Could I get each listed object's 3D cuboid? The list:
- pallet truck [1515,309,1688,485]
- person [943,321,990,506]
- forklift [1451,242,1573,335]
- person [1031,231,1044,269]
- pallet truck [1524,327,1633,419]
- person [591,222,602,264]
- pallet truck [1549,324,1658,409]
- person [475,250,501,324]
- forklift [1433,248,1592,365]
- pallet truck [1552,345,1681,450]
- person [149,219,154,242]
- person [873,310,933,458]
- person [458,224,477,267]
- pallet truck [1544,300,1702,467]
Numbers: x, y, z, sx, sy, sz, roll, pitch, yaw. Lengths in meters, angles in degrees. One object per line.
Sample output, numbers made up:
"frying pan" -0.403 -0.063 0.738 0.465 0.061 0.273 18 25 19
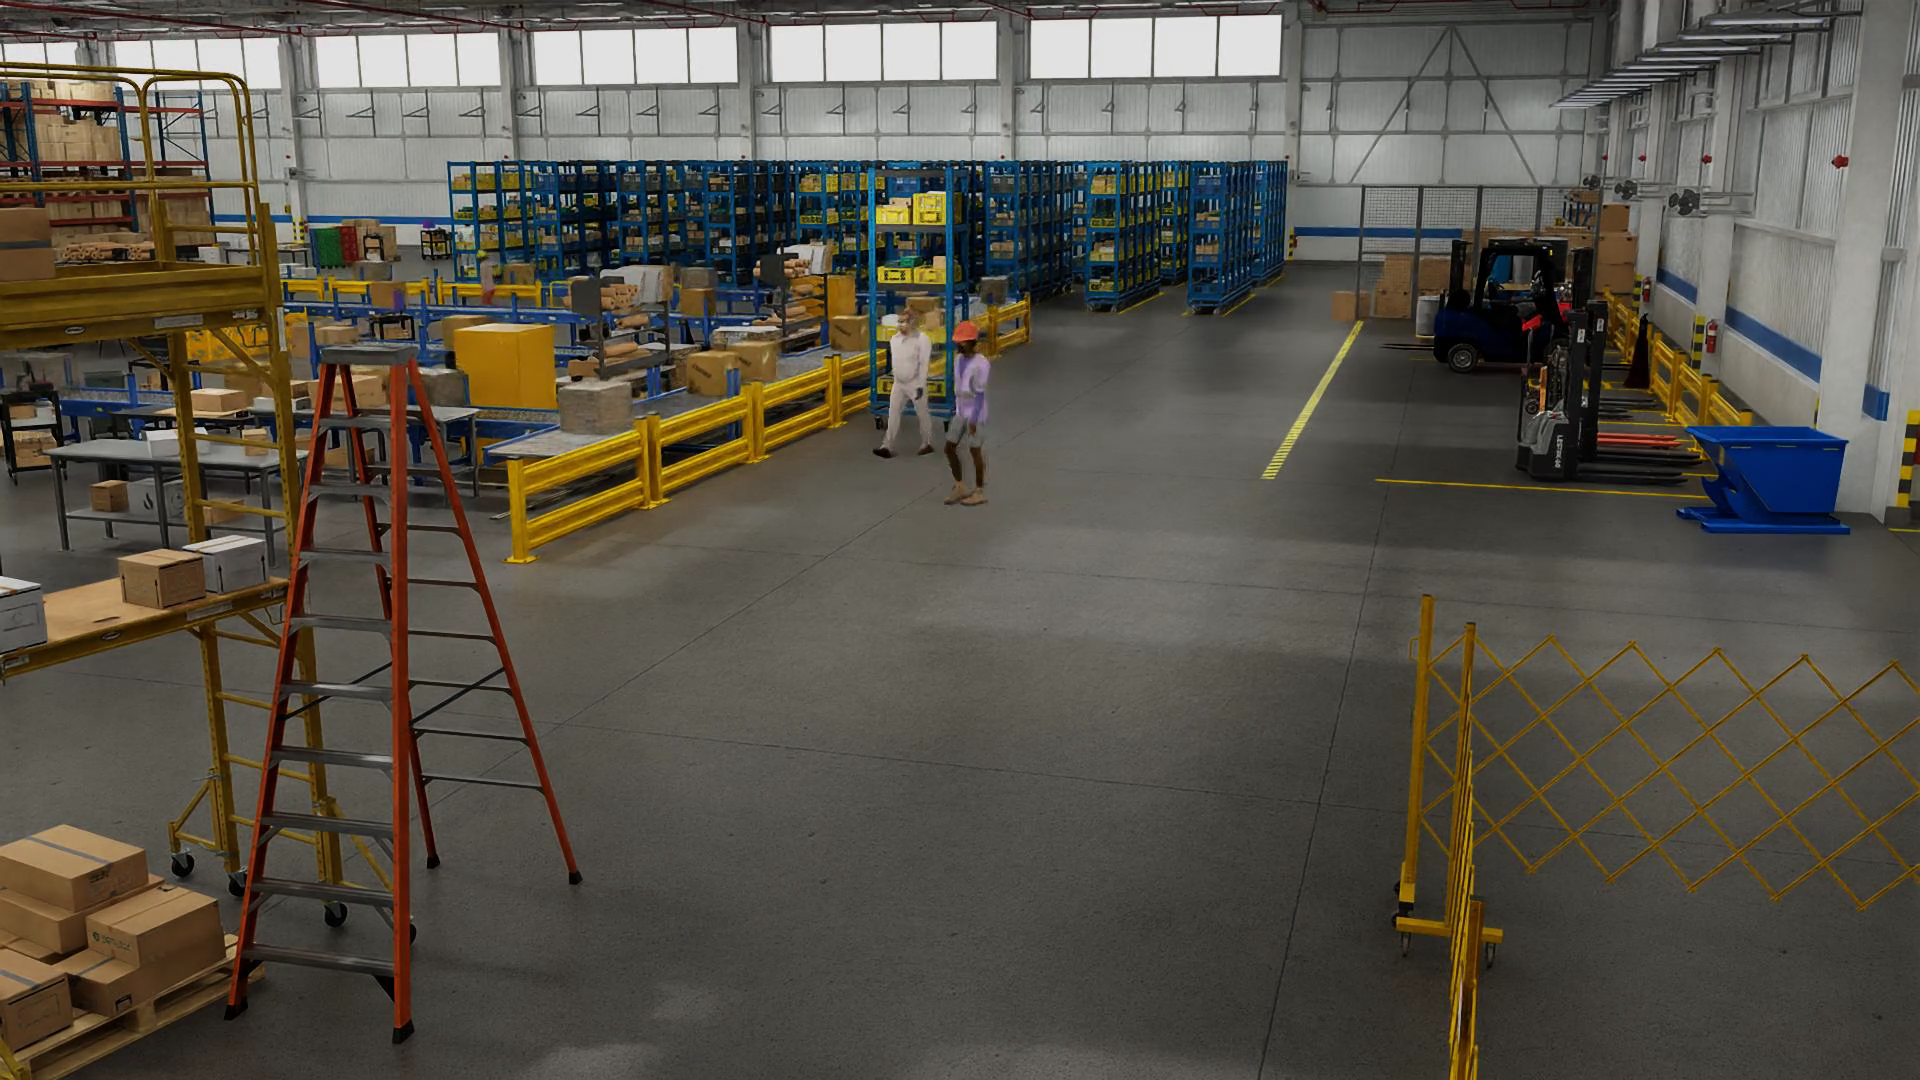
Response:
"pallet truck" 7.554 -1.677 19.446 1.885 1.965 0.823 3 13 14
"person" 0.051 -1.346 17.957 0.615 2.018 0.610 -11 17 -39
"forklift" 10.464 -4.597 31.405 2.680 1.987 1.157 4 14 16
"person" 2.191 -8.399 48.886 0.825 1.818 0.575 6 14 23
"pallet truck" 9.065 -2.460 24.370 1.522 1.261 0.704 3 13 14
"person" -11.225 -9.009 51.589 0.933 1.791 0.612 2 13 7
"pallet truck" 9.824 -2.669 25.407 1.601 1.201 0.680 4 14 16
"person" -10.308 -5.478 36.409 0.522 1.748 0.547 1 13 6
"forklift" 9.780 -4.111 29.280 2.680 1.987 1.157 3 13 14
"pallet truck" 8.641 -1.896 21.908 1.630 1.274 0.653 4 14 16
"person" -24.223 -8.805 50.236 0.390 1.995 0.613 -1 13 -2
"person" -0.669 -1.954 20.959 0.647 1.853 1.005 8 15 30
"person" -14.739 -8.710 49.935 0.610 1.943 0.403 -1 13 -5
"pallet truck" 8.263 -1.952 20.631 1.885 1.965 0.823 5 14 20
